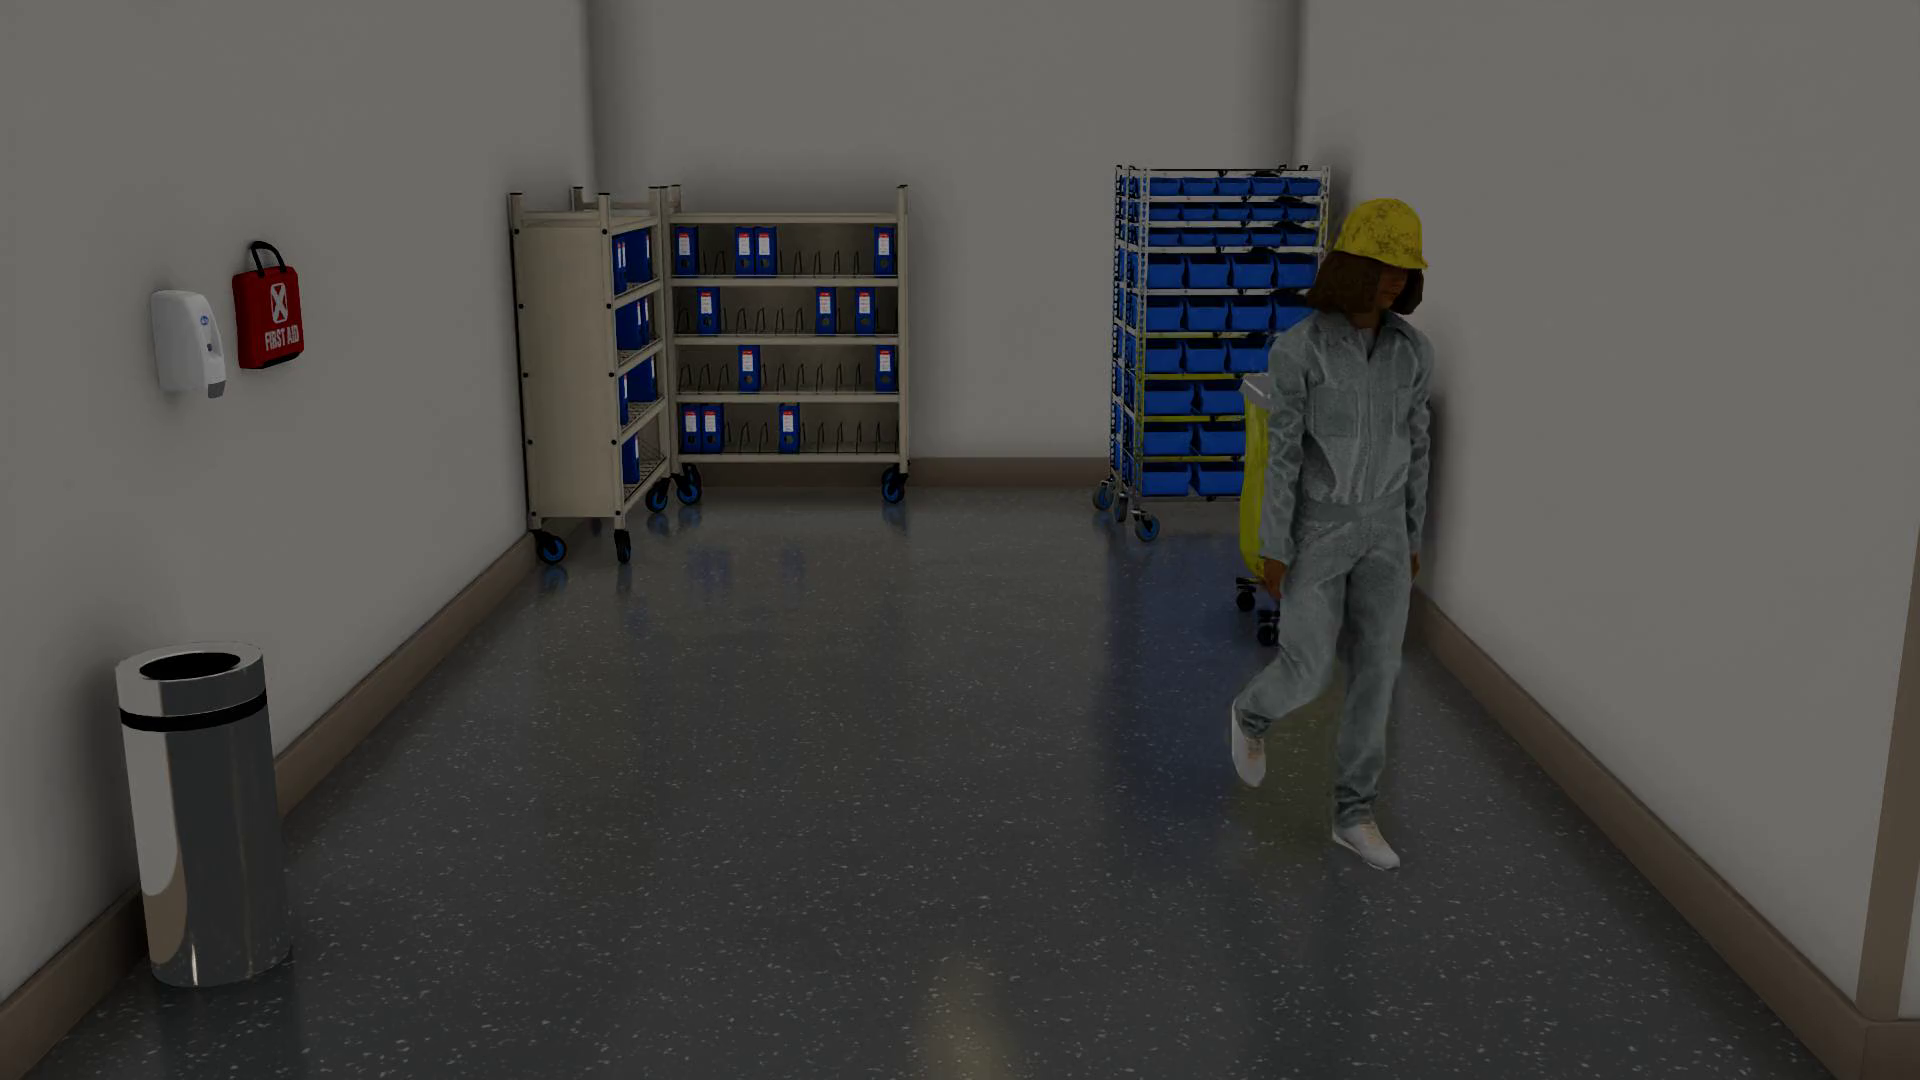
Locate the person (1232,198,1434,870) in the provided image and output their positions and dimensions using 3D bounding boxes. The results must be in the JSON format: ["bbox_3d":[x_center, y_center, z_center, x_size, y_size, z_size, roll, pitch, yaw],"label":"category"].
[{"bbox_3d":[0.965,-0.029,4.376,0.507,1.715,0.569,-5,14,-21],"label":"person"}]
